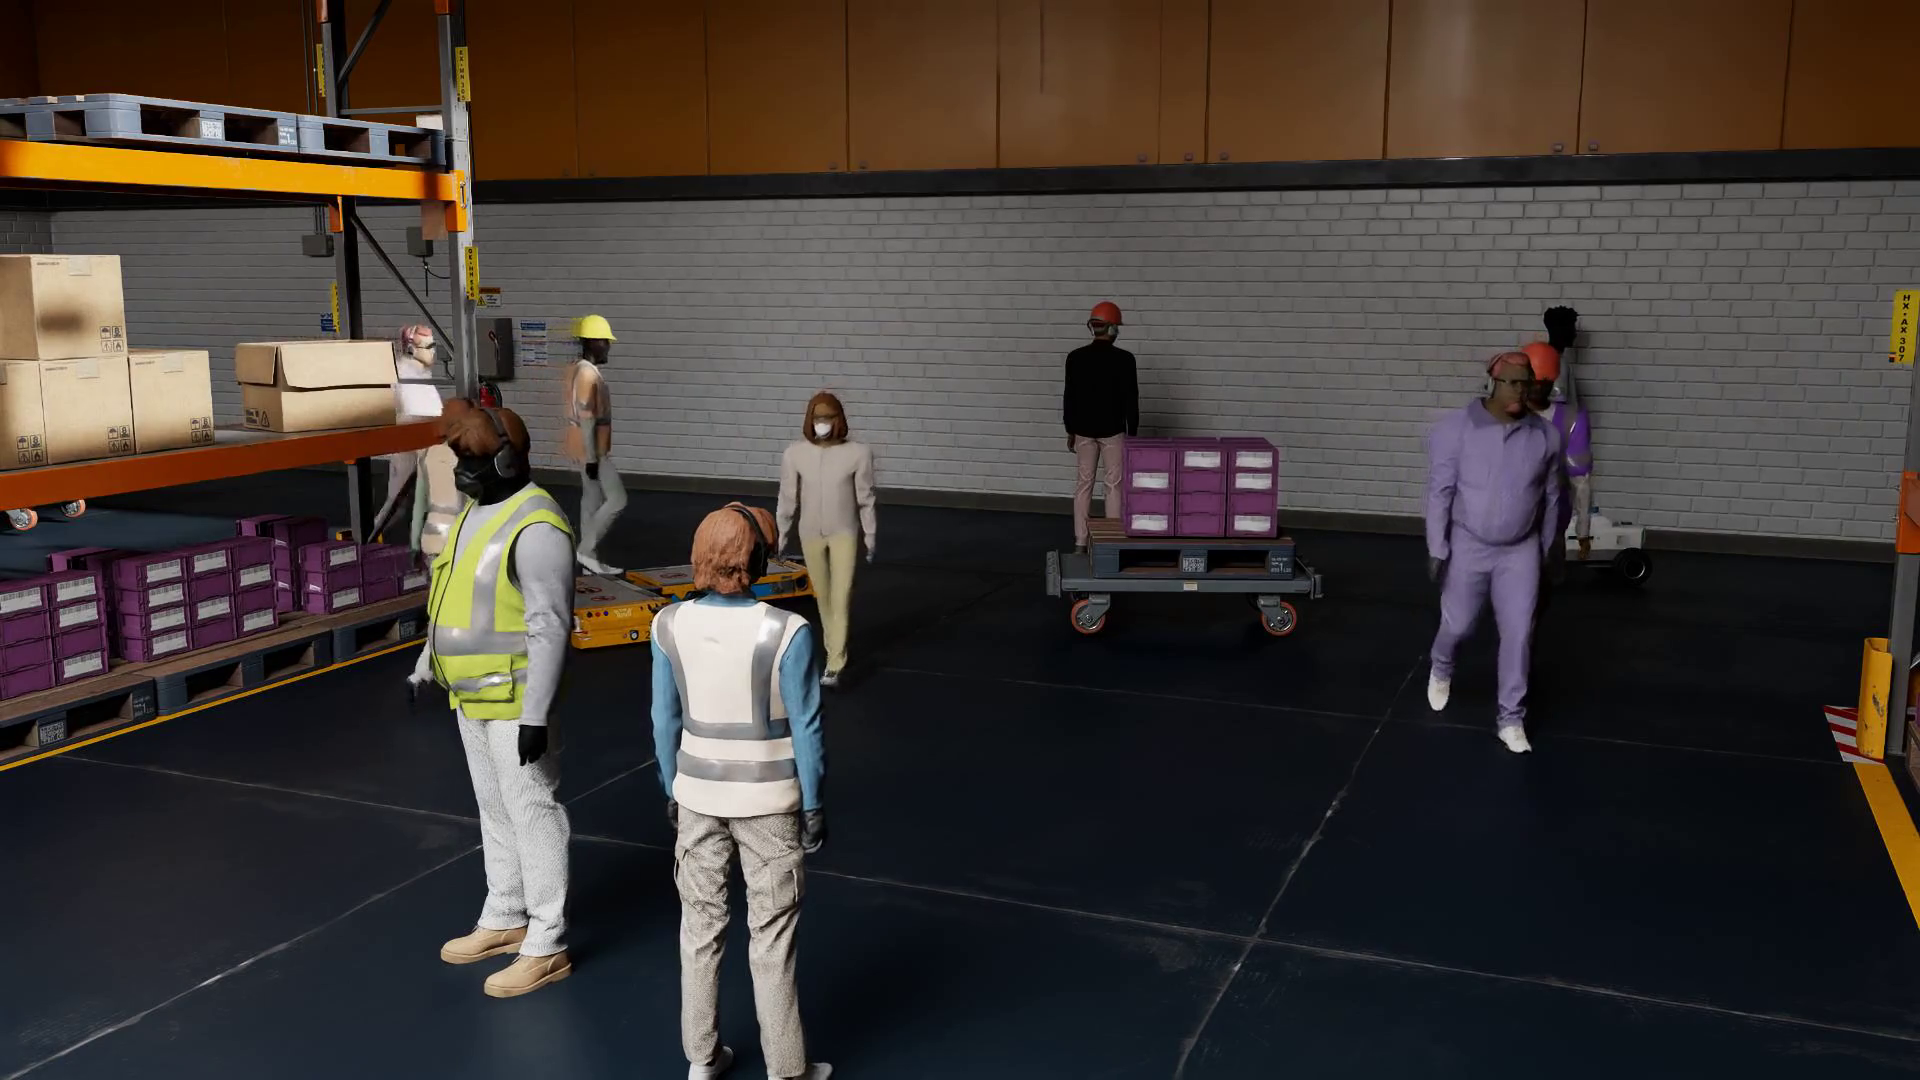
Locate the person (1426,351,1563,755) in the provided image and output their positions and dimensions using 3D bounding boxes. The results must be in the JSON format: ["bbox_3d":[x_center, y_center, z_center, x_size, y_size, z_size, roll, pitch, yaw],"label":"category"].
[{"bbox_3d":[2.541,0.023,8.001,0.649,1.878,0.809,1,9,3],"label":"person"}]

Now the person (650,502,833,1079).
[{"bbox_3d":[-0.593,0.717,4.504,0.514,1.642,0.311,4,10,21],"label":"person"}]

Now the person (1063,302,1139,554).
[{"bbox_3d":[1.108,-0.846,12.912,0.623,1.989,0.399,5,11,30],"label":"person"}]

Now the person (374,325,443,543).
[{"bbox_3d":[-3.946,-0.614,11.956,0.987,1.866,0.647,-1,9,-8],"label":"person"}]

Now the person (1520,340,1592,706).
[{"bbox_3d":[3.050,-0.124,8.858,0.562,1.901,0.965,3,10,17],"label":"person"}]

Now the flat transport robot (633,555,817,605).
[{"bbox_3d":[-1.587,0.295,11.201,1.431,0.197,0.652,-6,11,-32],"label":"flat transport robot"}]

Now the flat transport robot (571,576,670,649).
[{"bbox_3d":[-2.312,0.423,10.428,0.652,0.197,1.431,-6,11,-32],"label":"flat transport robot"}]

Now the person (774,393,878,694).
[{"bbox_3d":[-0.727,0.012,8.931,0.525,1.586,0.856,2,10,11],"label":"person"}]

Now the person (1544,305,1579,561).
[{"bbox_3d":[4.584,-0.828,12.886,0.367,1.966,0.607,0,9,1],"label":"person"}]

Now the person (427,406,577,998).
[{"bbox_3d":[-1.440,0.497,5.242,0.429,1.841,0.625,-7,12,-38],"label":"person"}]

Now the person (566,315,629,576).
[{"bbox_3d":[-2.635,-0.668,12.064,0.413,1.913,0.598,-3,10,-20],"label":"person"}]

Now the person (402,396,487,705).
[{"bbox_3d":[-2.660,0.061,8.608,0.546,1.602,0.755,5,11,28],"label":"person"}]

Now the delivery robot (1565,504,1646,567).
[{"bbox_3d":[4.516,-0.014,11.934,0.707,0.478,0.477,0,9,0],"label":"delivery robot"}]
